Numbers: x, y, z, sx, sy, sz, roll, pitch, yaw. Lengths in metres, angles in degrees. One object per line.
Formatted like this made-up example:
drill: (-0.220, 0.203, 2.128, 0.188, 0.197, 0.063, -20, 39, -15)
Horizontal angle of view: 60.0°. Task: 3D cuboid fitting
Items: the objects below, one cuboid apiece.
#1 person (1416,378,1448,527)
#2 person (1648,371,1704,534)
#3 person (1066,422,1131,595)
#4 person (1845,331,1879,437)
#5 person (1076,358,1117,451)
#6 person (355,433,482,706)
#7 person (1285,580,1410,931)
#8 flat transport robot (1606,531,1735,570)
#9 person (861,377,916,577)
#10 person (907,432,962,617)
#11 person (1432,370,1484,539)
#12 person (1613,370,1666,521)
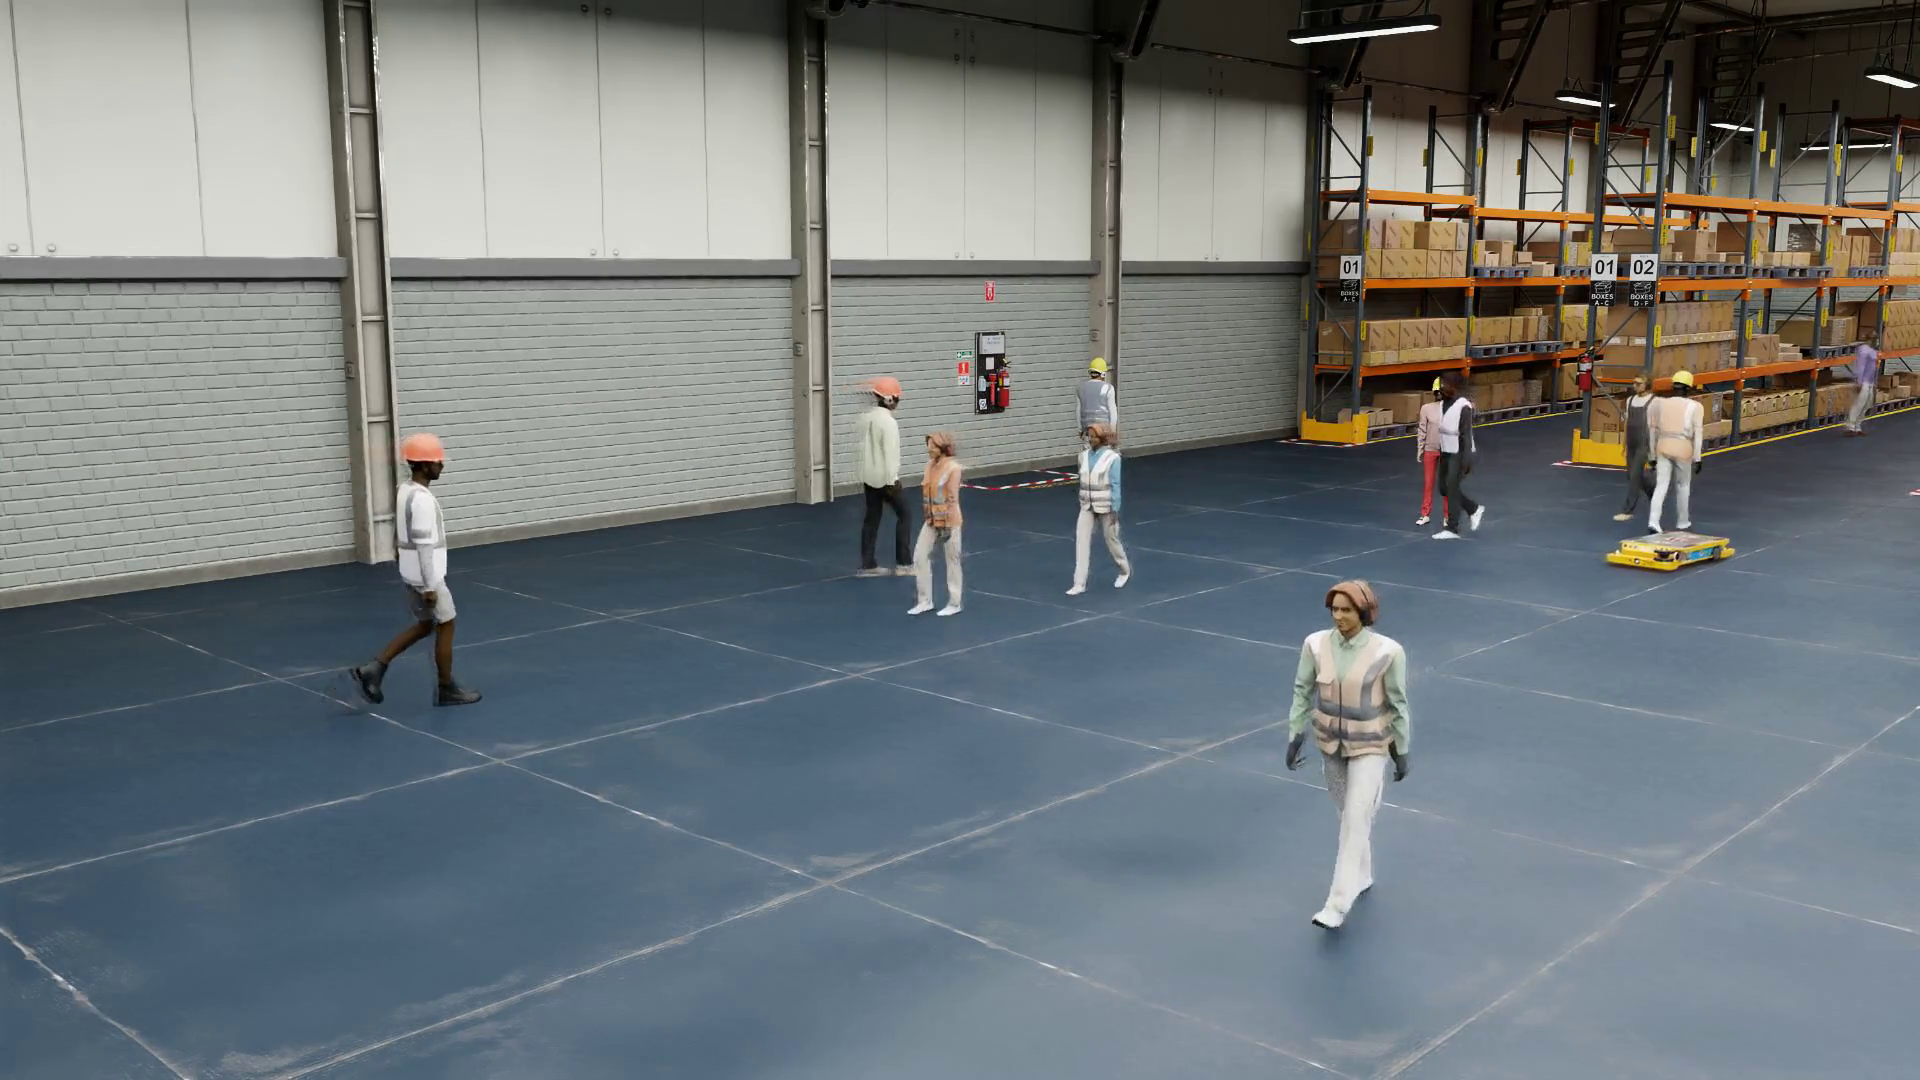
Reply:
person: (5.624, -1.036, 19.503, 0.533, 1.767, 0.323, 5, 10, 27)
person: (8.135, -0.993, 18.942, 0.613, 1.875, 1.001, 8, 12, 40)
person: (1.329, -0.311, 15.567, 0.522, 1.604, 0.816, 8, 12, 41)
person: (16.178, -2.786, 29.786, 0.349, 1.907, 0.740, 8, 12, 41)
person: (1.834, -1.506, 22.167, 0.586, 1.833, 0.403, 6, 11, 31)
person: (-3.721, 0.228, 11.352, 0.746, 1.914, 0.555, -6, 11, -31)
person: (1.776, 0.981, 7.723, 0.545, 1.591, 0.839, 8, 12, 40)
flat transport robot: (7.345, 0.095, 17.155, 1.431, 0.197, 0.652, -8, 12, -40)
person: (-0.663, -0.610, 16.304, 0.746, 1.970, 0.617, -6, 11, -32)
person: (-0.224, -0.124, 14.363, 0.606, 1.615, 0.539, -7, 12, -36)
person: (5.621, -0.960, 18.685, 0.638, 1.892, 0.691, -2, 10, -14)
person: (8.210, -1.138, 19.972, 0.790, 1.821, 0.514, -4, 10, -23)
